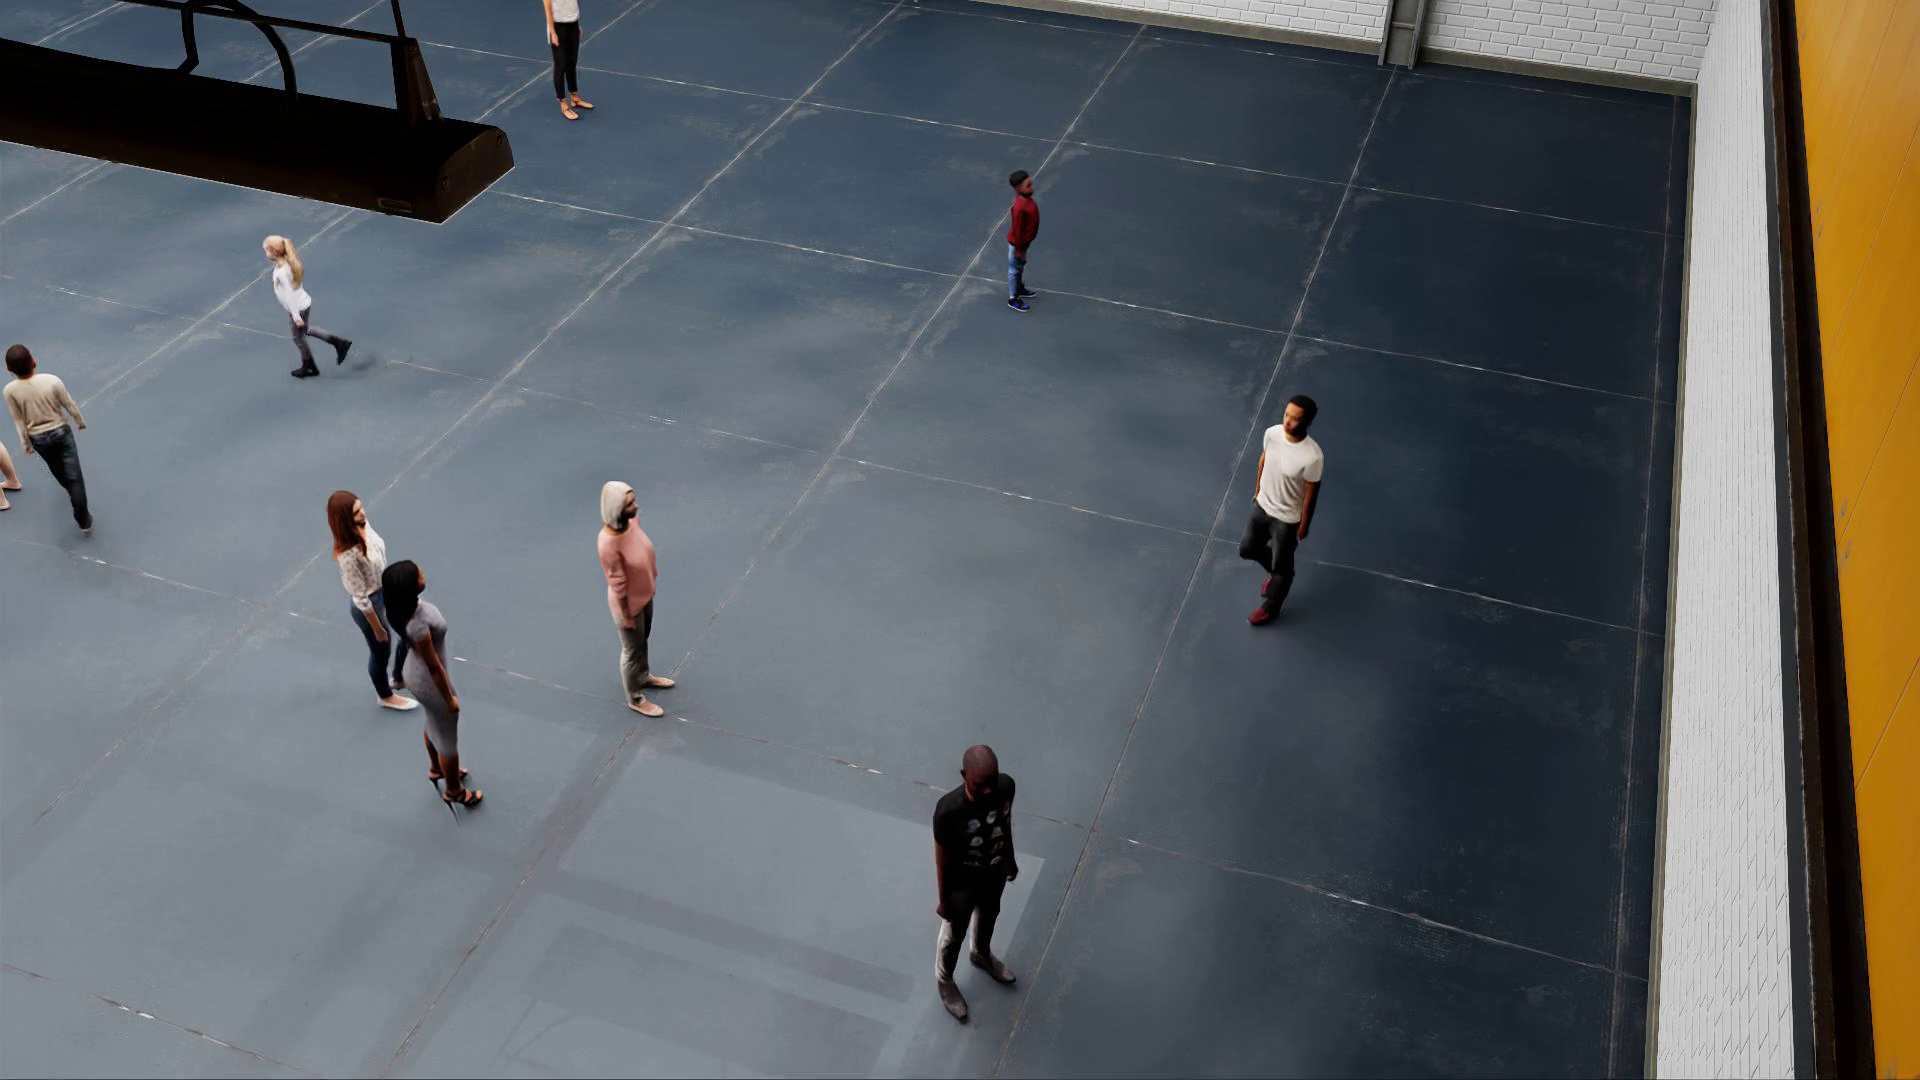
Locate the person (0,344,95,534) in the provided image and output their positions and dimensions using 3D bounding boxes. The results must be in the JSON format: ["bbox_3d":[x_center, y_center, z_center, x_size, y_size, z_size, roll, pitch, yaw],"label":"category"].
[{"bbox_3d":[-6.468,-0.692,11.858,0.977,1.427,1.033,-16,41,-19],"label":"person"}]

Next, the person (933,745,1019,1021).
[{"bbox_3d":[0.072,1.704,8.556,0.756,1.803,0.762,-27,46,-30],"label":"person"}]

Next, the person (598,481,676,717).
[{"bbox_3d":[-2.042,0.340,10.326,0.585,1.725,0.640,6,39,7],"label":"person"}]

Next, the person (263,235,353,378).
[{"bbox_3d":[-5.303,-1.900,13.502,0.829,1.263,0.714,-8,39,-10],"label":"person"}]

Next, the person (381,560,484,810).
[{"bbox_3d":[-3.082,0.849,9.646,0.719,1.778,0.627,-24,44,-27],"label":"person"}]

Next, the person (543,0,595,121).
[{"bbox_3d":[-4.154,-5.340,17.358,0.558,1.826,0.626,17,42,21],"label":"person"}]

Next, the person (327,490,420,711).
[{"bbox_3d":[-3.698,0.387,10.273,0.678,1.719,0.665,3,39,3],"label":"person"}]

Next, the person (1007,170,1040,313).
[{"bbox_3d":[0.521,-2.620,14.409,0.490,1.256,0.512,11,40,13],"label":"person"}]

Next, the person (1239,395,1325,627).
[{"bbox_3d":[2.183,-0.228,10.976,0.884,1.801,0.821,-25,45,-28],"label":"person"}]
